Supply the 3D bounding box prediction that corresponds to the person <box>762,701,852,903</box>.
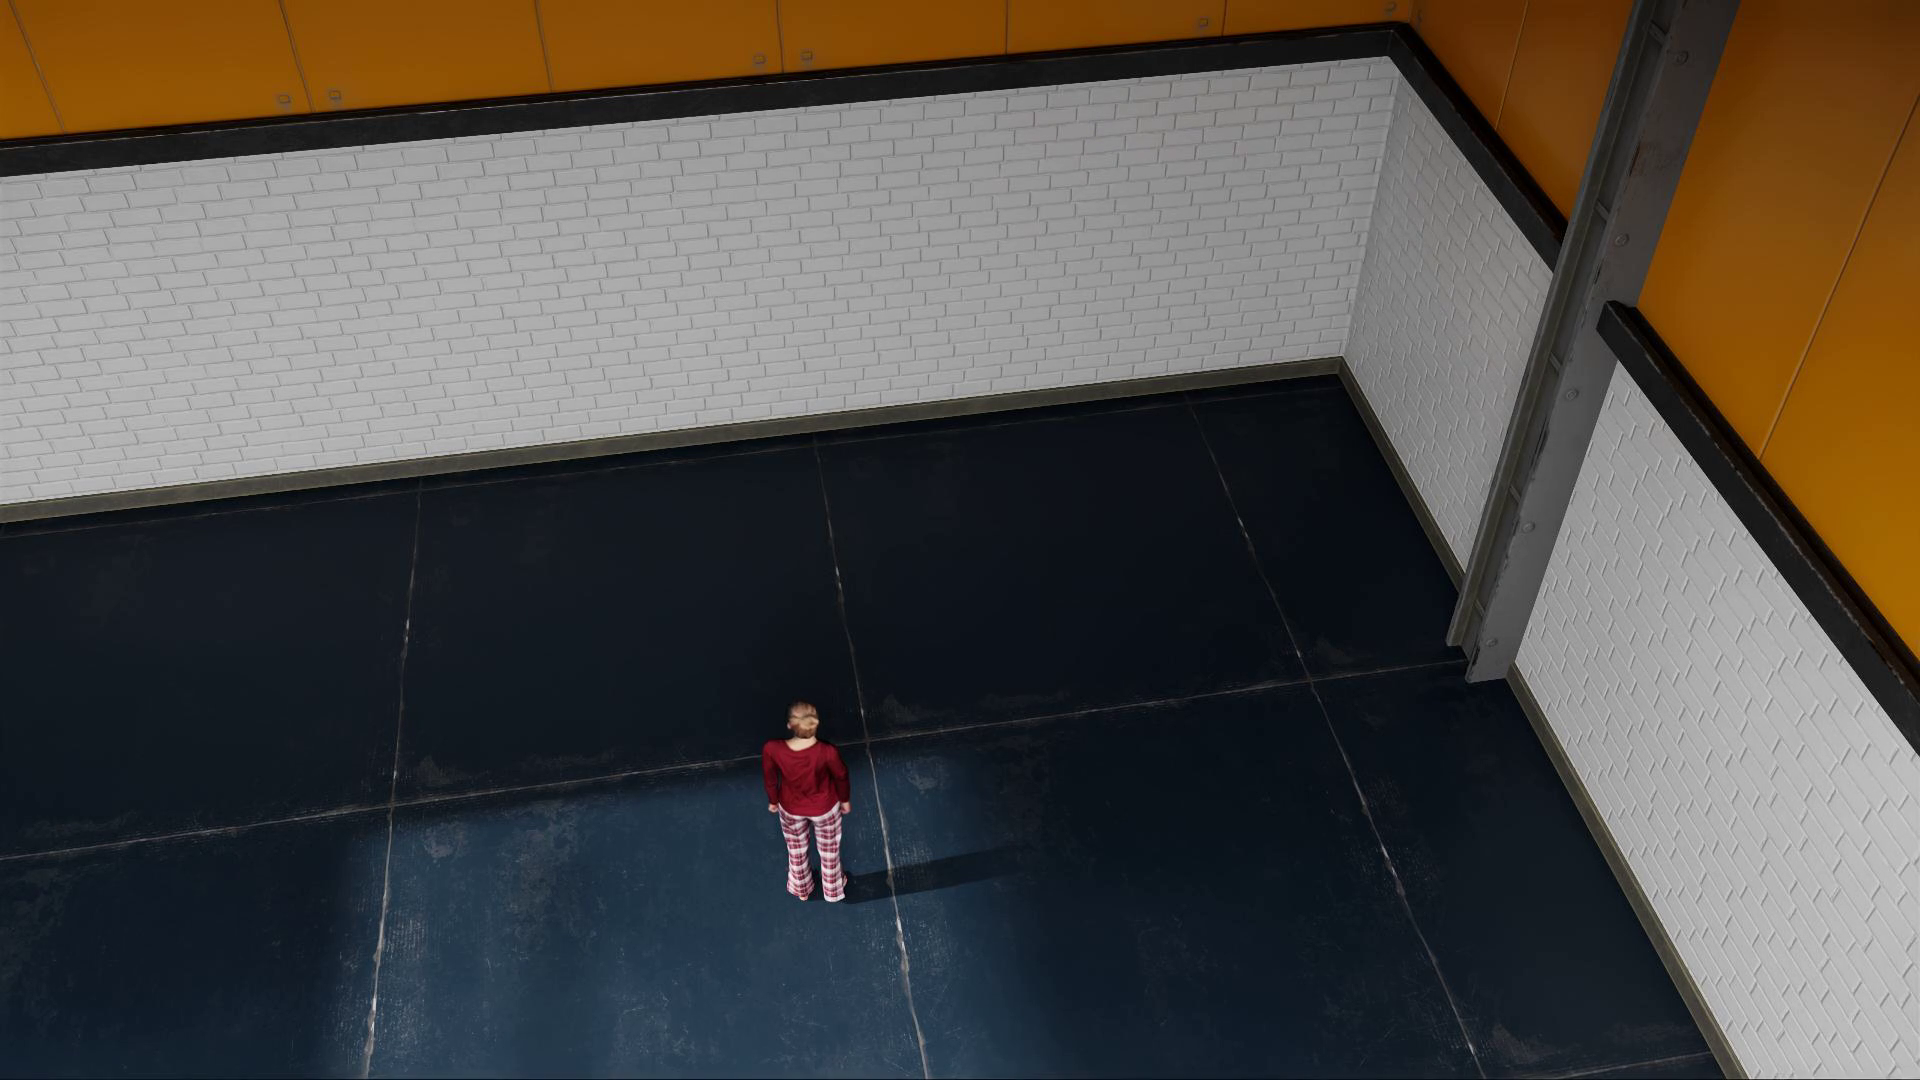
[{"bbox_3d":[-0.854,1.471,9.383,0.664,1.687,0.574,2,44,2],"label":"person"}]
